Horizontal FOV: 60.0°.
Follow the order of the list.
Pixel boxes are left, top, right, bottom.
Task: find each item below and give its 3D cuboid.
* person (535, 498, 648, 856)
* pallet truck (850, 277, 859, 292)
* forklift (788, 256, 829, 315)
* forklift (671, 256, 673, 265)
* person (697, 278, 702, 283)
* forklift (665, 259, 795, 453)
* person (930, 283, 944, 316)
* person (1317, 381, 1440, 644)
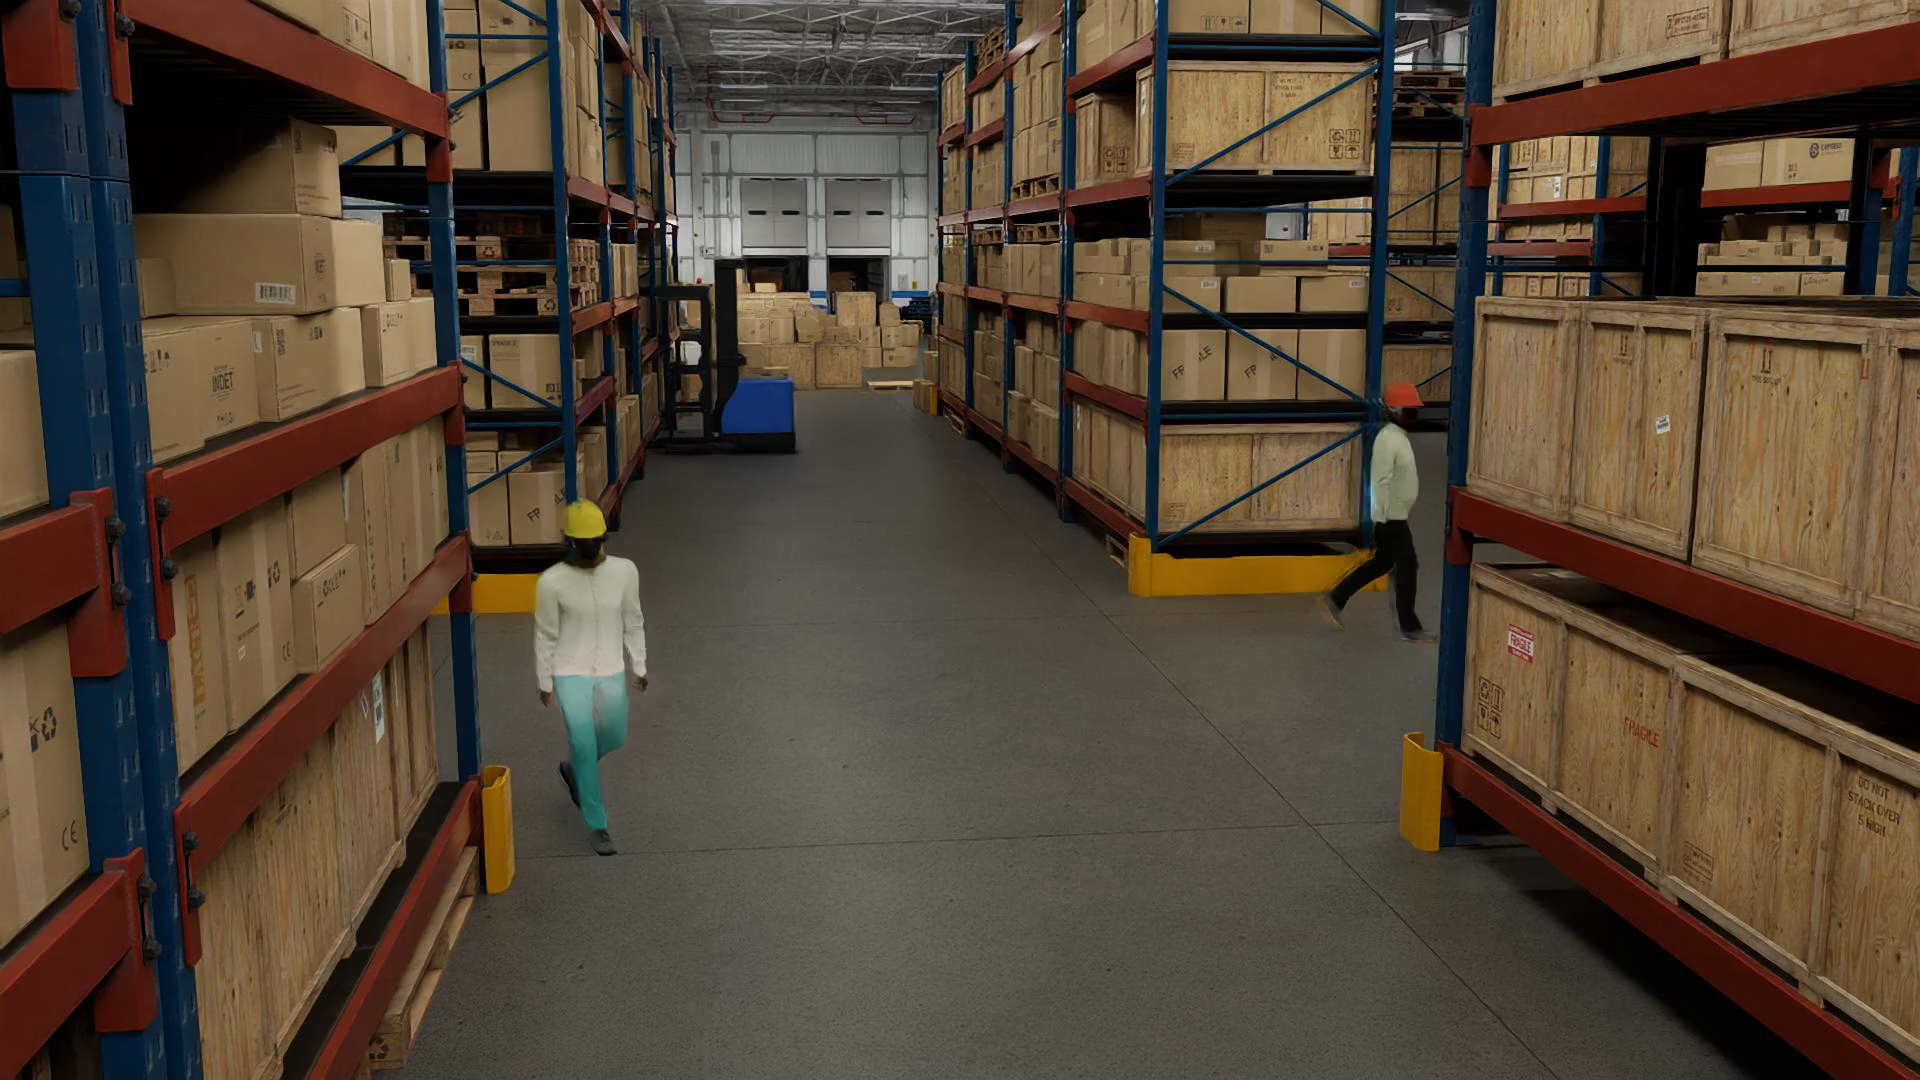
[{"bbox_3d":[-1.851,0.628,8.228,0.541,1.737,0.723,-7,12,-35],"label":"person"},{"bbox_3d":[-3.782,-9.391,65.808,1.885,1.965,0.823,2,10,10],"label":"pallet truck"},{"bbox_3d":[-5.680,-8.637,58.848,1.873,2.768,1.129,4,11,24],"label":"forklift"},{"bbox_3d":[-10.987,-9.066,61.344,1.129,2.768,1.873,-1,10,-7],"label":"forklift"},{"bbox_3d":[-10.775,-9.888,68.872,0.547,1.939,0.376,-6,12,-33],"label":"person"},{"bbox_3d":[-3.390,-2.719,24.397,1.873,2.768,1.129,-1,10,-7],"label":"forklift"},{"bbox_3d":[-0.734,-7.779,56.593,0.629,1.940,0.373,-6,12,-33],"label":"person"},{"bbox_3d":[3.164,-0.217,12.492,0.902,1.969,0.617,4,11,22],"label":"person"}]
